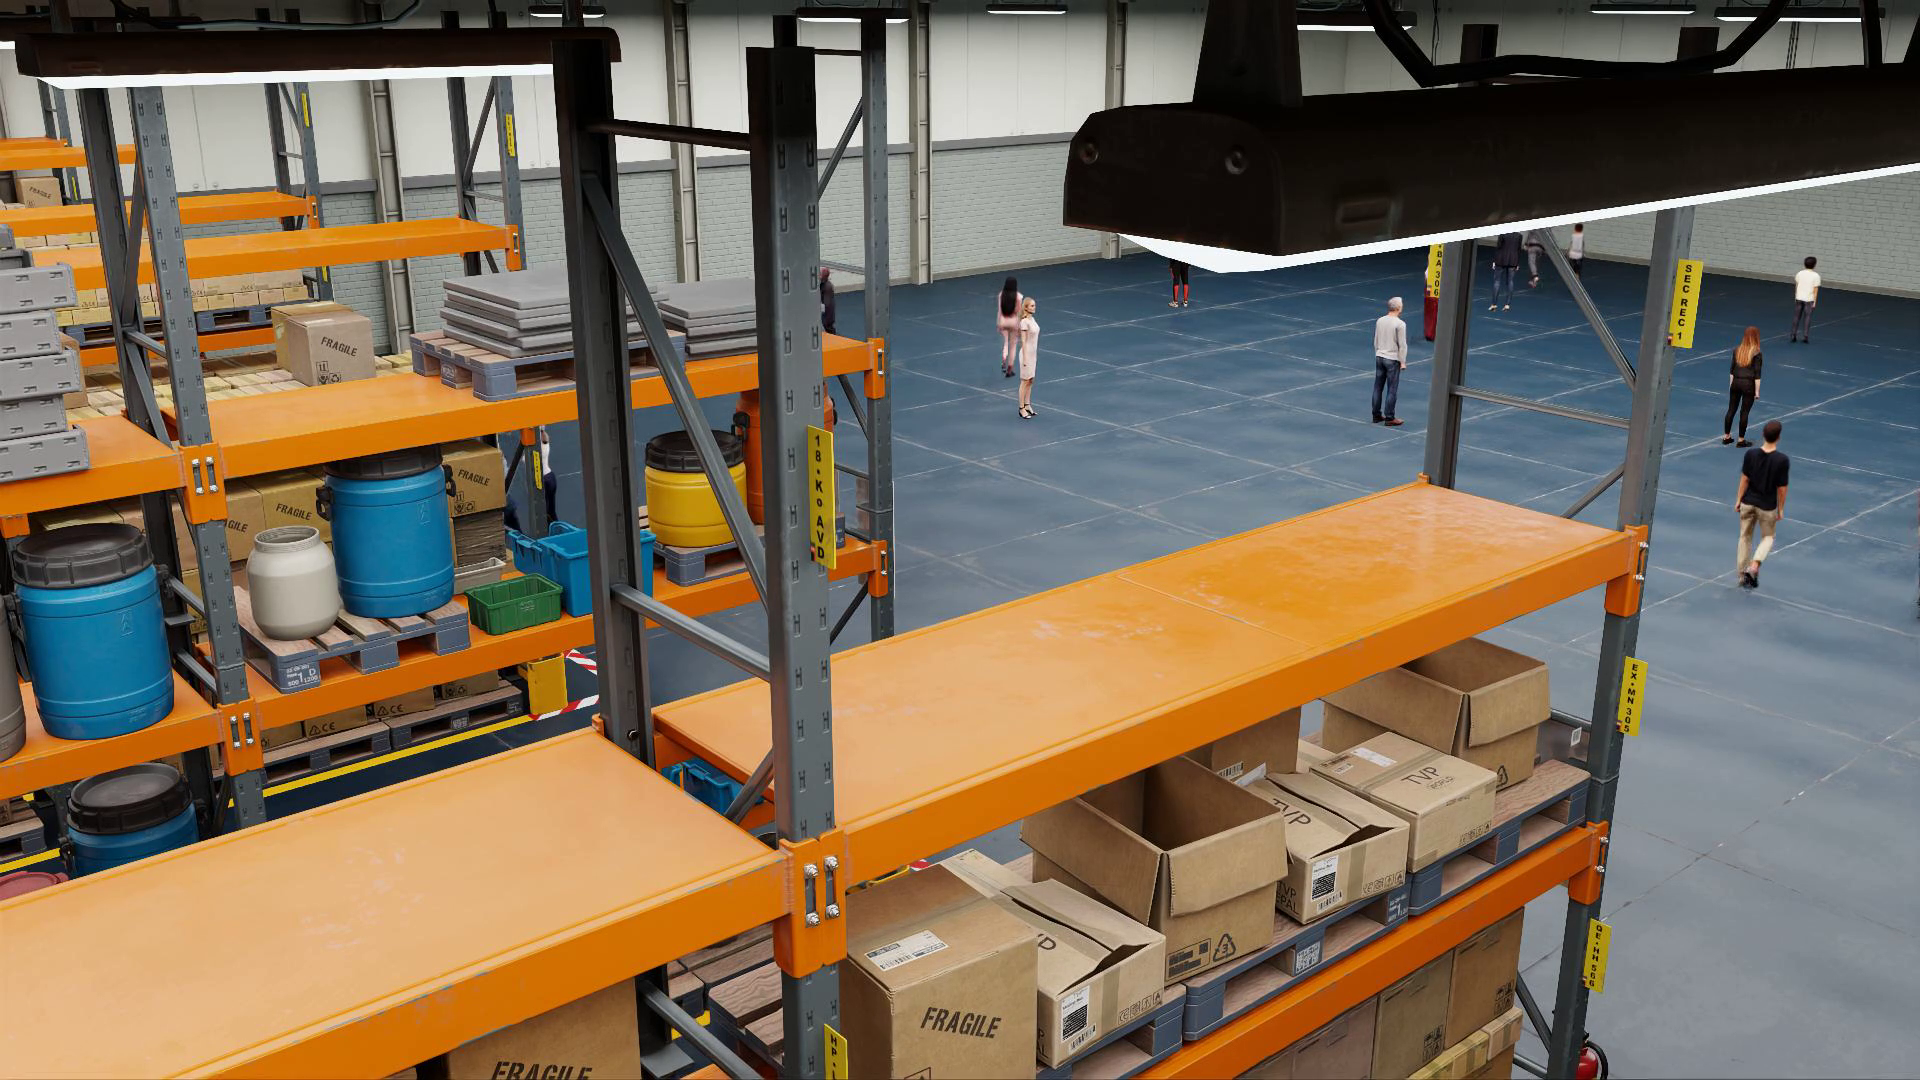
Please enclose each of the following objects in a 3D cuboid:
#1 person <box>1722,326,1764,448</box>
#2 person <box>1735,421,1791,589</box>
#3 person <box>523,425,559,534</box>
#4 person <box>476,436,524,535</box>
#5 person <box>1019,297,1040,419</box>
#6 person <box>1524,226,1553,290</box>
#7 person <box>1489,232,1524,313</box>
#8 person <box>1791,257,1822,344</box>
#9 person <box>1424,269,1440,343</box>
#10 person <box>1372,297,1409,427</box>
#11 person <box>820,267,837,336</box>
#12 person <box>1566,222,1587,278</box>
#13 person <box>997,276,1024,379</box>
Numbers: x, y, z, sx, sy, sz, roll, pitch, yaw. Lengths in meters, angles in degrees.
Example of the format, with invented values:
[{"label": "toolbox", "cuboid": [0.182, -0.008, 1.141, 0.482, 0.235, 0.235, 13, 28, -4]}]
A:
[{"label": "person", "cuboid": [11.115, -2.183, 23.611, 0.548, 1.713, 0.615, -12, 21, -32]}, {"label": "person", "cuboid": [8.508, -0.341, 17.741, 0.747, 1.845, 0.883, 13, 22, 35]}, {"label": "person", "cuboid": [-4.673, -0.571, 18.680, 0.743, 1.701, 0.667, 3, 18, 9]}, {"label": "person", "cuboid": [-4.864, -0.322, 17.968, 1.170, 1.668, 1.123, 2, 18, 5]}, {"label": "person", "cuboid": [1.022, -2.775, 25.238, 0.694, 1.831, 0.559, 9, 20, 26]}, {"label": "person", "cuboid": [12.670, -6.414, 36.454, 1.143, 1.806, 1.188, 1, 18, 3]}, {"label": "person", "cuboid": [10.003, -5.083, 30.549, 0.822, 1.782, 0.789, 2, 18, 6]}, {"label": "person", "cuboid": [15.620, -4.436, 30.732, 0.457, 1.588, 0.591, -14, 23, -37]}, {"label": "person", "cuboid": [8.794, -4.506, 30.865, 0.681, 1.639, 0.722, -9, 20, -25]}, {"label": "person", "cuboid": [6.398, -2.672, 24.795, 0.647, 1.911, 0.748, -12, 21, -32]}, {"label": "person", "cuboid": [-2.183, -3.738, 28.220, 0.875, 1.816, 0.849, -5, 19, -15]}, {"label": "person", "cuboid": [13.648, -6.338, 36.840, 0.890, 1.423, 1.079, 7, 19, 21]}, {"label": "person", "cuboid": [0.804, -3.545, 27.802, 0.731, 1.708, 0.733, 9, 20, 26]}]
